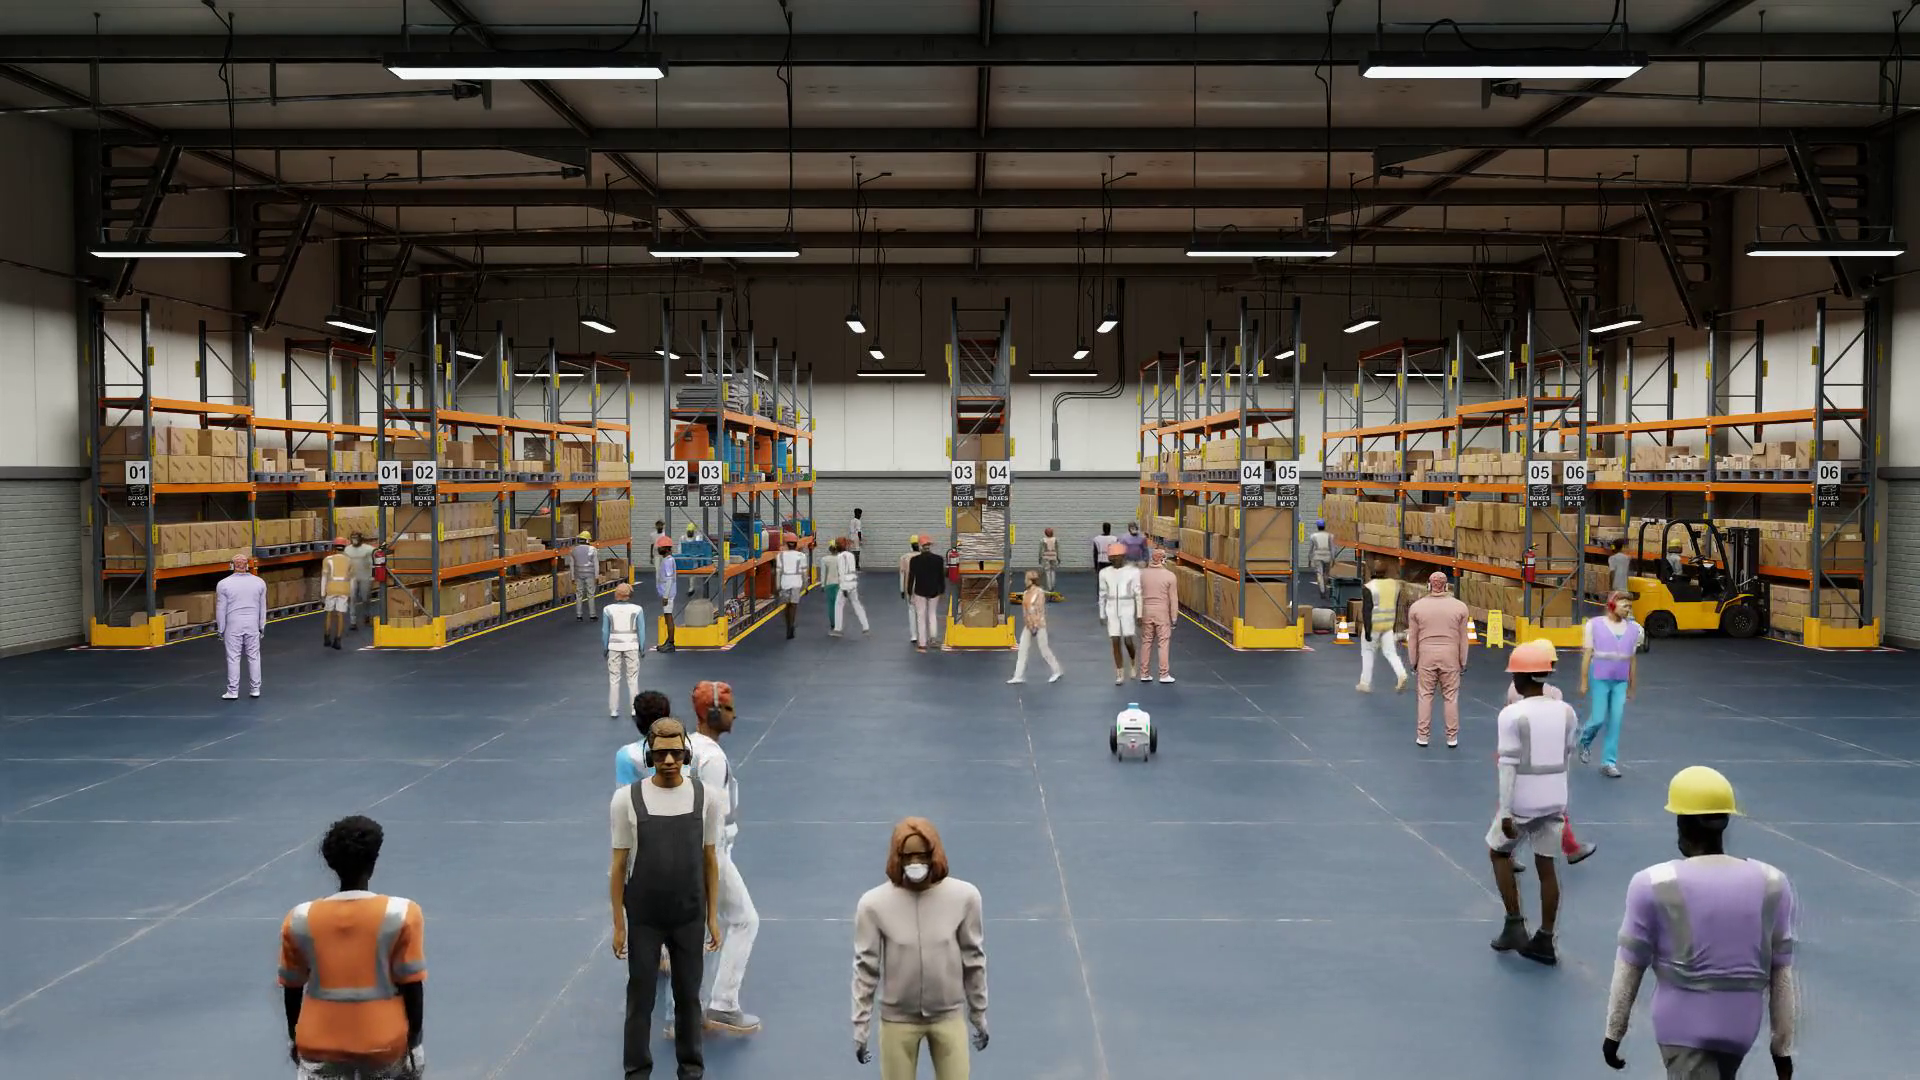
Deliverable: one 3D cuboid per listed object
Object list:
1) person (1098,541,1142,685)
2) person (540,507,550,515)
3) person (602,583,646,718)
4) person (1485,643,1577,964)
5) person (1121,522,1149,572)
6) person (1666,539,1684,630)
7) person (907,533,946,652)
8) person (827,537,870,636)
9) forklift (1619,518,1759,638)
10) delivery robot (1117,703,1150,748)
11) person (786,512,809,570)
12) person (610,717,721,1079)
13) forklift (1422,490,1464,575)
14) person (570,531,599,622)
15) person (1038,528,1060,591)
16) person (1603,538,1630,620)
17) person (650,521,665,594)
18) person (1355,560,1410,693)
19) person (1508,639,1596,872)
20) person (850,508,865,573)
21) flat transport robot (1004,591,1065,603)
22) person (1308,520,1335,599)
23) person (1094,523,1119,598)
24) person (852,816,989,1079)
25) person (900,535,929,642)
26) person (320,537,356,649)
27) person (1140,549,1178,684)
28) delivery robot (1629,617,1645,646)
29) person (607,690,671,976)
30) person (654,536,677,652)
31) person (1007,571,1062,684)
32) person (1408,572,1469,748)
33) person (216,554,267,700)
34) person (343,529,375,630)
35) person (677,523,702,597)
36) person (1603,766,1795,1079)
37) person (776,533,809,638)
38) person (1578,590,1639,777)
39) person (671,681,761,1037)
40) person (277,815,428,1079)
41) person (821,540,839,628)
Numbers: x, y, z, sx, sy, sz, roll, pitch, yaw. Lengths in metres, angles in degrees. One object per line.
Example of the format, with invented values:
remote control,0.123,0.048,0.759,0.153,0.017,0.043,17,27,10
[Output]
person,2.247,1.029,22.763,0.631,2.024,0.427,1,2,20
person,-11.796,0.095,45.966,0.396,2.042,0.611,1,2,22
person,-4.083,1.341,19.613,0.523,1.638,0.310,0,2,-2
person,3.479,1.593,9.877,0.547,1.921,0.497,-1,2,-15
person,4.024,0.510,37.352,0.661,1.892,0.682,0,2,-5
person,13.694,0.845,30.910,0.312,1.736,0.498,0,2,0
person,-0.578,0.880,26.981,0.650,1.977,0.449,-1,2,-20
person,-1.996,0.857,29.650,0.843,1.834,0.595,1,3,28
forklift,13.417,0.684,29.791,2.313,2.155,1.214,0,2,0
delivery robot,1.822,1.955,16.956,0.477,0.478,0.707,0,2,7
person,-4.485,0.203,44.660,1.033,1.943,0.646,0,2,4
person,-1.334,1.726,7.358,0.508,1.846,0.345,-1,2,-22
forklift,13.926,-0.371,47.846,1.873,2.768,1.129,0,2,0
person,-7.566,0.735,32.604,0.587,1.822,0.403,0,2,4
person,2.243,0.496,41.071,0.546,1.610,0.697,-1,2,-13
person,11.738,0.880,28.954,0.491,1.814,0.944,-1,2,-14
person,-7.525,0.417,40.623,0.536,1.832,0.951,0,2,-9
person,5.708,1.169,21.835,0.631,1.819,0.844,-1,2,-24
person,4.344,1.597,12.031,0.877,1.717,0.547,-1,3,-28
person,-3.141,0.008,49.186,0.375,1.959,0.603,-1,3,-29
flat transport robot,1.714,1.321,37.604,1.431,0.197,0.652,-2,3,-40
person,8.715,0.458,38.908,0.623,1.885,1.074,0,2,2
person,3.381,0.536,37.232,0.605,1.860,1.006,1,2,16
person,-0.150,1.879,6.257,0.525,1.625,0.326,0,2,-5
person,-0.766,0.855,28.850,0.598,1.873,0.974,0,2,1
person,-10.686,0.897,27.722,0.581,1.892,0.775,-1,3,-26
person,2.825,1.080,22.987,0.639,1.900,0.403,1,3,31
delivery robot,11.325,1.548,27.220,0.477,0.478,0.707,1,2,17
person,-1.818,1.719,9.489,0.368,1.679,0.554,2,3,42
person,-4.931,0.900,27.035,0.364,1.935,0.548,0,2,-10
person,1.089,1.229,22.865,0.827,1.605,0.515,-1,3,-32
person,5.213,1.296,17.601,0.636,1.899,0.401,1,2,19
person,-9.487,1.143,21.291,0.642,1.908,0.407,-2,3,-45
person,-11.590,0.747,31.142,0.640,1.917,0.736,0,2,-10
person,-6.591,0.475,39.528,0.595,1.798,0.889,0,2,11
person,2.717,1.770,5.944,0.609,1.872,1.015,0,2,-4
person,-3.040,0.823,29.451,0.566,1.889,0.975,0,2,7
person,6.376,1.396,15.940,0.613,1.820,0.555,0,2,-7
person,-1.274,1.672,8.520,0.575,1.868,0.579,-1,3,-30
person,-2.247,1.859,6.064,0.558,1.668,0.745,0,2,-6
person,-2.393,0.853,30.945,0.539,1.721,0.902,0,2,0
